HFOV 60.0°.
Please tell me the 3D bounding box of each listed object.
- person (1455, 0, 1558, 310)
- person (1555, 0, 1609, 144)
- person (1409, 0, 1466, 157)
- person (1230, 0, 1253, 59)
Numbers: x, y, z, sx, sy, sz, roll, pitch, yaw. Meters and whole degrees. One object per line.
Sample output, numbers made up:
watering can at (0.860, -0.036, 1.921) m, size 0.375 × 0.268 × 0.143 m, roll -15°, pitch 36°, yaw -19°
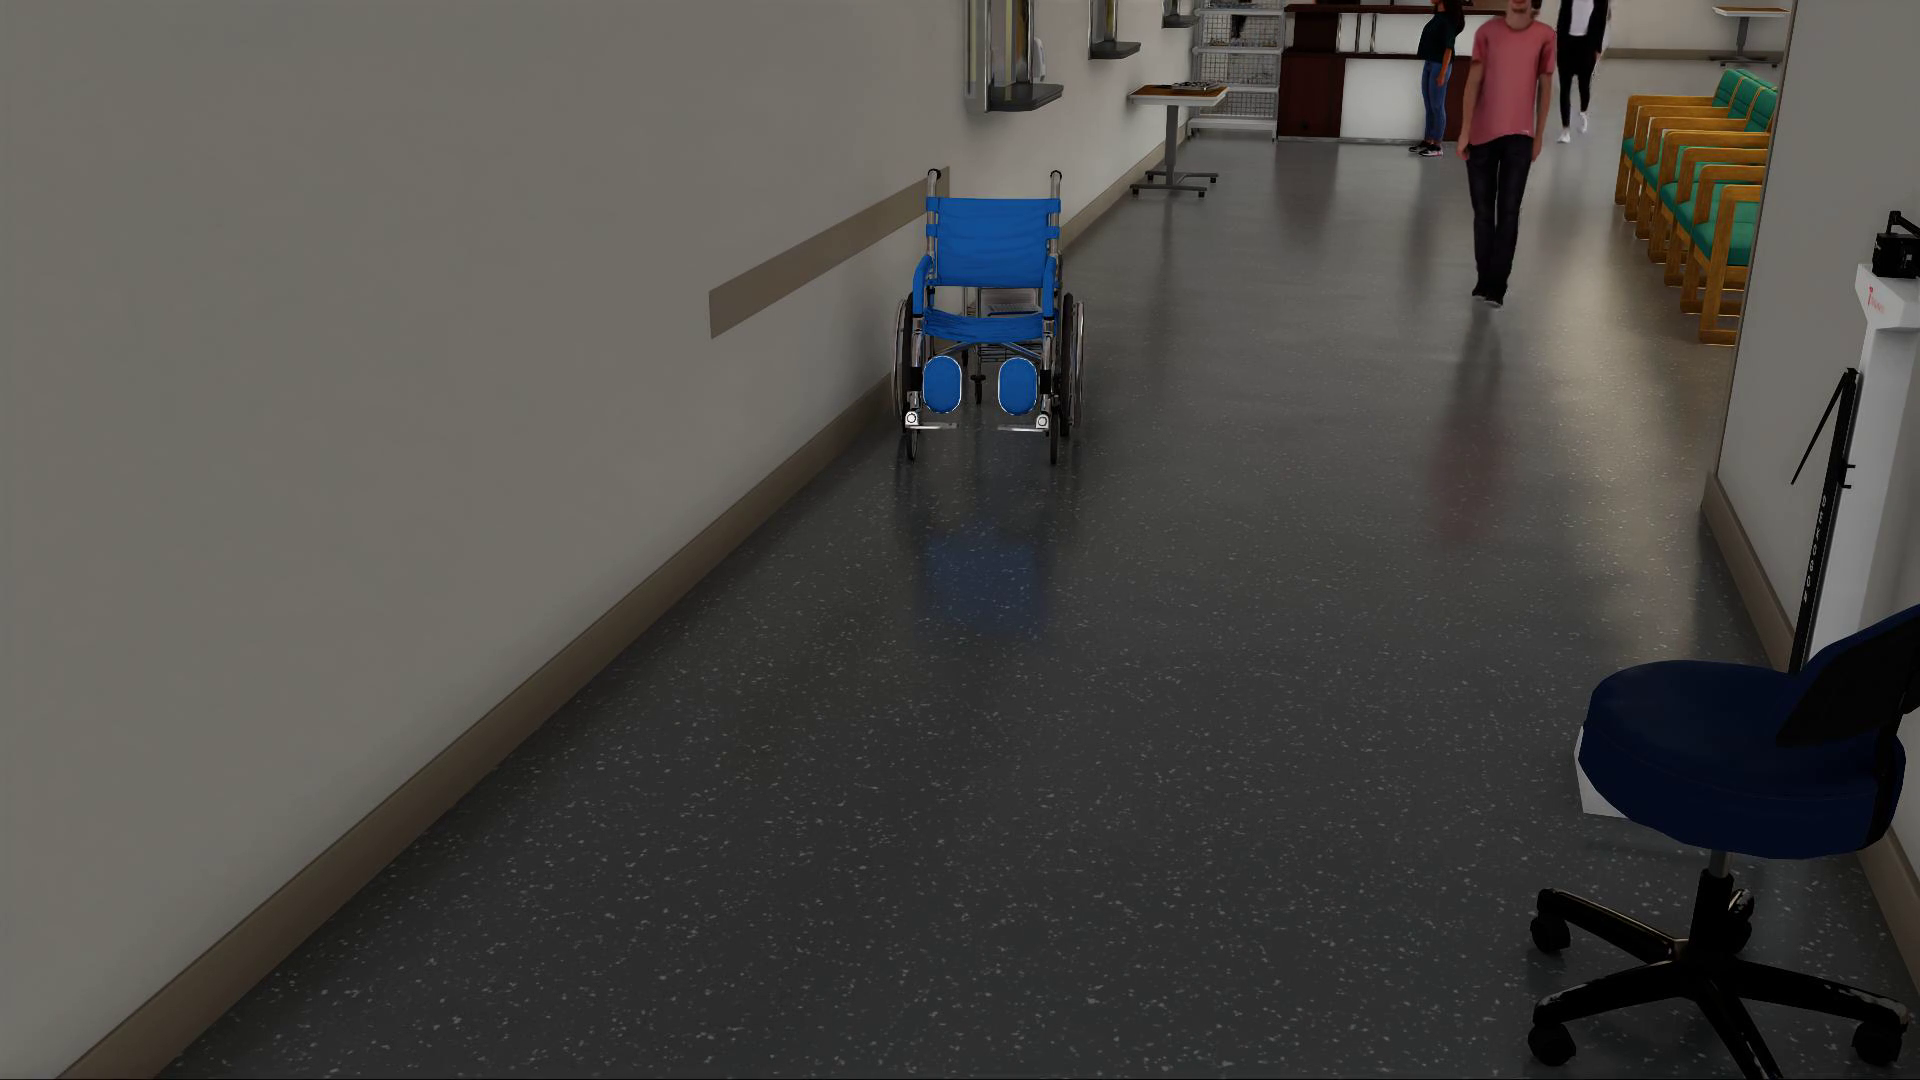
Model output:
person at (3.187, -2.353, 9.795) m, size 1.036 × 1.921 × 0.773 m, roll 8°, pitch 22°, yaw 21°
person at (6.219, -4.906, 16.719) m, size 0.794 × 1.791 × 0.789 m, roll 12°, pitch 24°, yaw 28°
person at (4.584, -4.525, 15.958) m, size 0.704 × 1.617 × 0.684 m, roll -2°, pitch 21°, yaw -6°
person at (4.411, -8.605, 26.591) m, size 0.848 × 1.716 × 0.903 m, roll -6°, pitch 22°, yaw -15°
